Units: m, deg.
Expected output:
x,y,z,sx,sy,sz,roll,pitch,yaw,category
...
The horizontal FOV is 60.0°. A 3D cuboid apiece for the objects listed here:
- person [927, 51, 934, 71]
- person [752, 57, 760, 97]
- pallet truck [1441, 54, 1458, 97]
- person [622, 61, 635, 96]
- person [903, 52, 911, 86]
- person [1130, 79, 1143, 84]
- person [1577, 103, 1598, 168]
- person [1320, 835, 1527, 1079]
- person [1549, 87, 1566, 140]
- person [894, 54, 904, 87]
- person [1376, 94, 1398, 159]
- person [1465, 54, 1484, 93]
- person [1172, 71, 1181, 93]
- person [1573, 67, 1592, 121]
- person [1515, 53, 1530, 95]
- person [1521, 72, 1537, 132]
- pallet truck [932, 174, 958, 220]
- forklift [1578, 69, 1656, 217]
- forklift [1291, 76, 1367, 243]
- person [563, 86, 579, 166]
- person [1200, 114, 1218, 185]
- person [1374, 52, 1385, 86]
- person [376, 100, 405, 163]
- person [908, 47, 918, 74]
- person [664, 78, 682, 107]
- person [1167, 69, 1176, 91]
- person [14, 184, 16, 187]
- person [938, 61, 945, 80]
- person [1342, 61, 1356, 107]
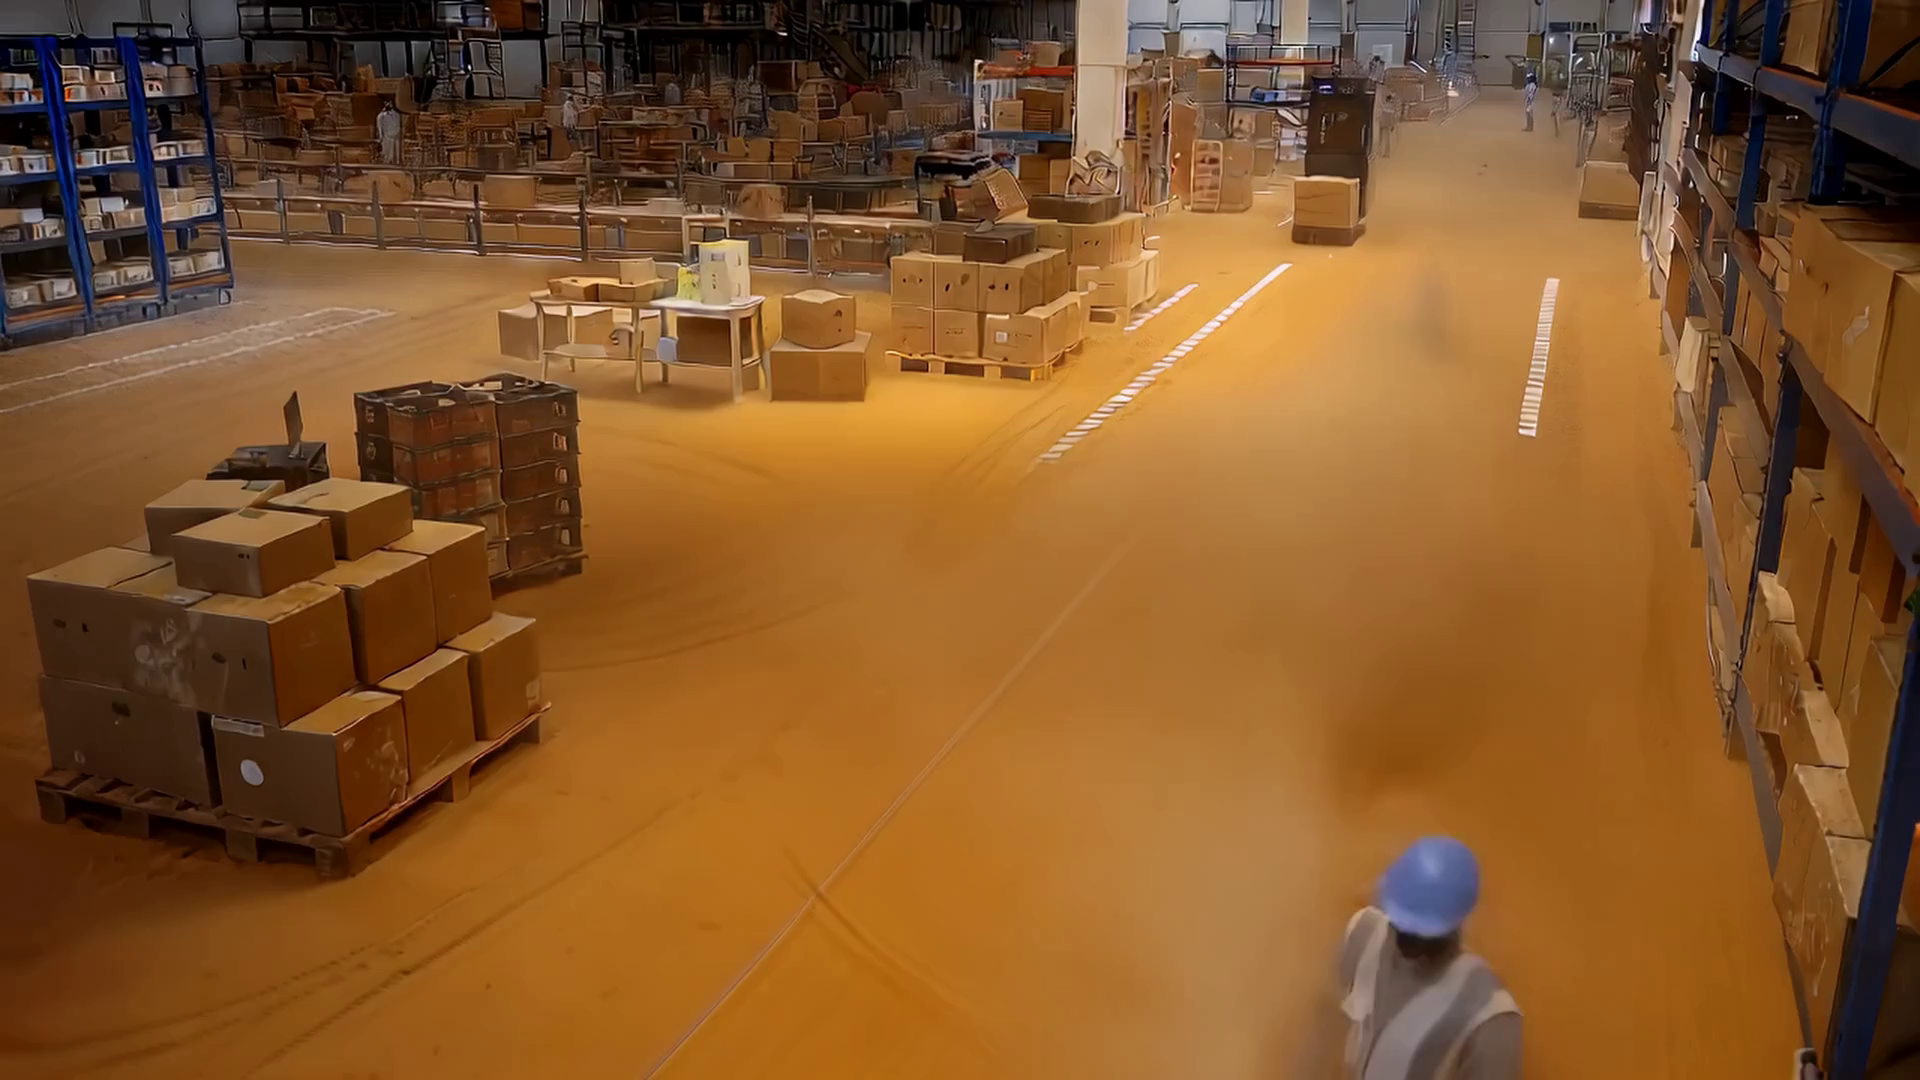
x,y,z,sx,sy,sz,roll,pitch,yaw,category
-1.528,-23.548,83.656,0.427,1.970,0.701,1,18,2,person
-9.334,-21.110,76.079,0.517,1.904,0.590,-10,20,-30,person
22.765,-21.886,78.355,0.823,1.965,1.885,-4,18,-14,pallet truck
-14.795,-20.335,73.832,1.012,1.796,0.508,-12,21,-33,person
-2.701,-23.990,85.129,0.553,1.908,0.892,0,18,1,person
9.871,-26.247,92.402,0.617,1.802,0.972,-13,22,-36,person
16.205,-10.432,42.939,0.516,1.645,0.308,-4,18,-13,person
1.204,1.656,4.499,0.408,1.924,0.667,-8,19,-24,person
18.907,-13.429,52.395,0.541,1.606,0.758,-8,20,-25,person
-3.019,-23.452,83.507,0.580,1.861,0.785,11,21,32,person
11.701,-11.340,45.620,0.561,1.753,0.446,4,18,11,person
25.466,-23.046,82.210,1.007,1.875,0.604,-8,19,-22,person
7.361,-15.177,57.401,0.704,1.912,0.582,6,19,18,person
22.921,-16.411,61.229,0.605,1.956,0.392,0,18,1,person
27.056,-22.416,79.951,0.828,2.000,0.699,3,18,8,person
19.183,-14.766,56.081,0.379,1.937,0.548,14,23,38,person
-0.507,-5.292,27.348,0.653,1.274,1.630,6,19,19,pallet truck
13.219,-7.740,32.475,1.873,2.768,1.129,6,19,18,forklift
6.598,-6.755,29.381,1.129,2.768,1.873,6,19,19,forklift
-10.120,-10.815,43.499,0.387,2.039,0.615,2,18,8,person
5.805,-9.100,38.789,0.281,1.624,0.493,-13,22,-35,person
22.502,-25.151,88.871,0.928,1.830,0.563,-11,21,-32,person
-13.606,-9.579,39.854,0.637,1.900,0.404,-16,23,-40,person
-2.943,-29.109,101.393,0.642,1.779,0.927,-9,20,-26,person
-9.663,-14.679,56.087,0.613,1.769,0.636,-2,18,-7,person
7.886,-16.777,62.551,0.794,1.849,0.529,7,19,22,person
-16.243,-6.013,28.881,0.369,1.752,0.551,7,19,21,person
-0.921,-20.959,75.897,0.665,1.725,0.492,-11,21,-31,person
16.212,-18.937,69.215,0.566,1.916,0.441,13,22,35,person
